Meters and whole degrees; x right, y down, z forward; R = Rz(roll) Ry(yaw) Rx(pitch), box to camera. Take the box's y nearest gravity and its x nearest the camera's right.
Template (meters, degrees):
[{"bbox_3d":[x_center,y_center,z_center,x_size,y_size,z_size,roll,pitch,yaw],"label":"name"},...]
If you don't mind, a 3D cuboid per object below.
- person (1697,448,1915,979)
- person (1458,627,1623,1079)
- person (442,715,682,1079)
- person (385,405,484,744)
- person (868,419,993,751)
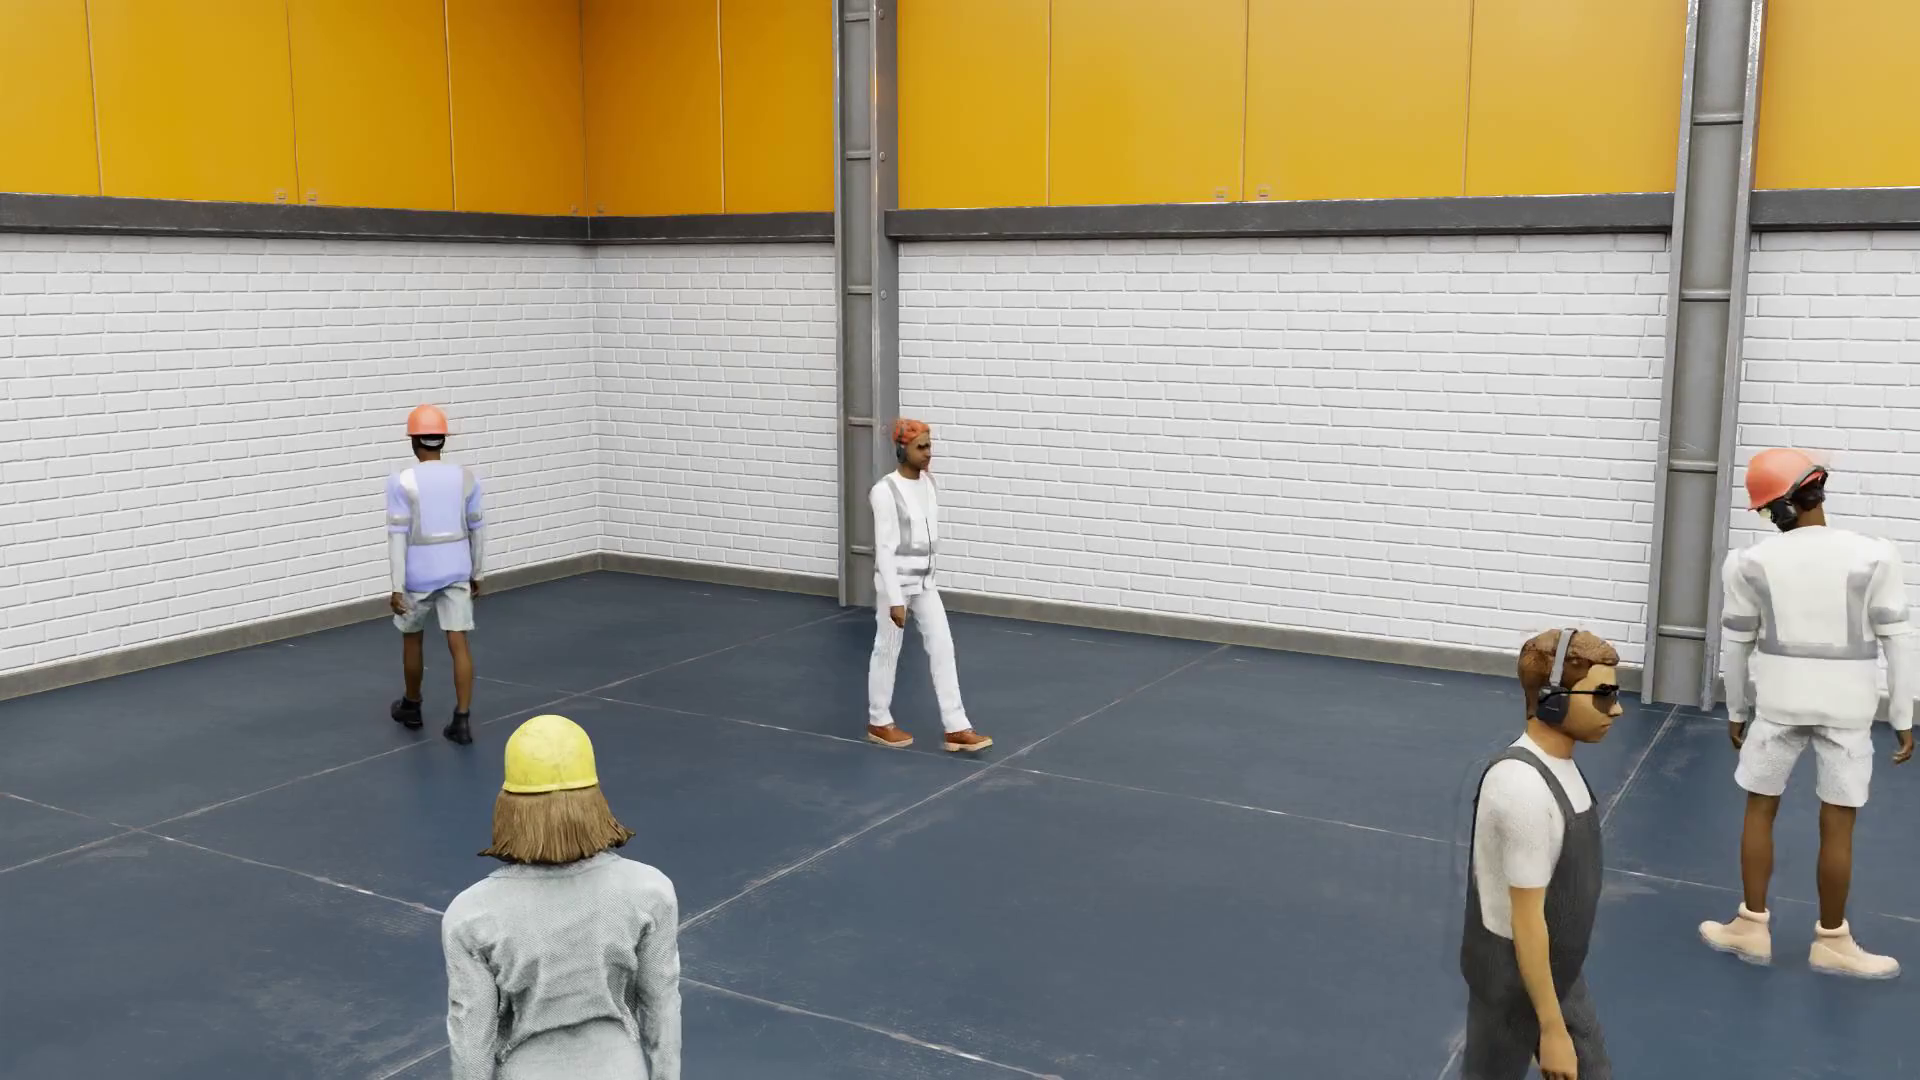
[{"bbox_3d":[3.265,0.659,6.306,0.739,1.992,0.390,6,11,35],"label":"person"},{"bbox_3d":[1.361,1.093,4.154,0.921,1.816,0.507,6,11,35],"label":"person"},{"bbox_3d":[-0.830,1.223,3.533,0.484,1.738,0.305,-4,10,-23],"label":"person"},{"bbox_3d":[-3.035,0.180,9.519,0.584,1.900,0.882,-7,11,-37],"label":"person"},{"bbox_3d":[-0.192,0.274,9.103,0.903,1.842,0.596,7,11,35],"label":"person"}]
